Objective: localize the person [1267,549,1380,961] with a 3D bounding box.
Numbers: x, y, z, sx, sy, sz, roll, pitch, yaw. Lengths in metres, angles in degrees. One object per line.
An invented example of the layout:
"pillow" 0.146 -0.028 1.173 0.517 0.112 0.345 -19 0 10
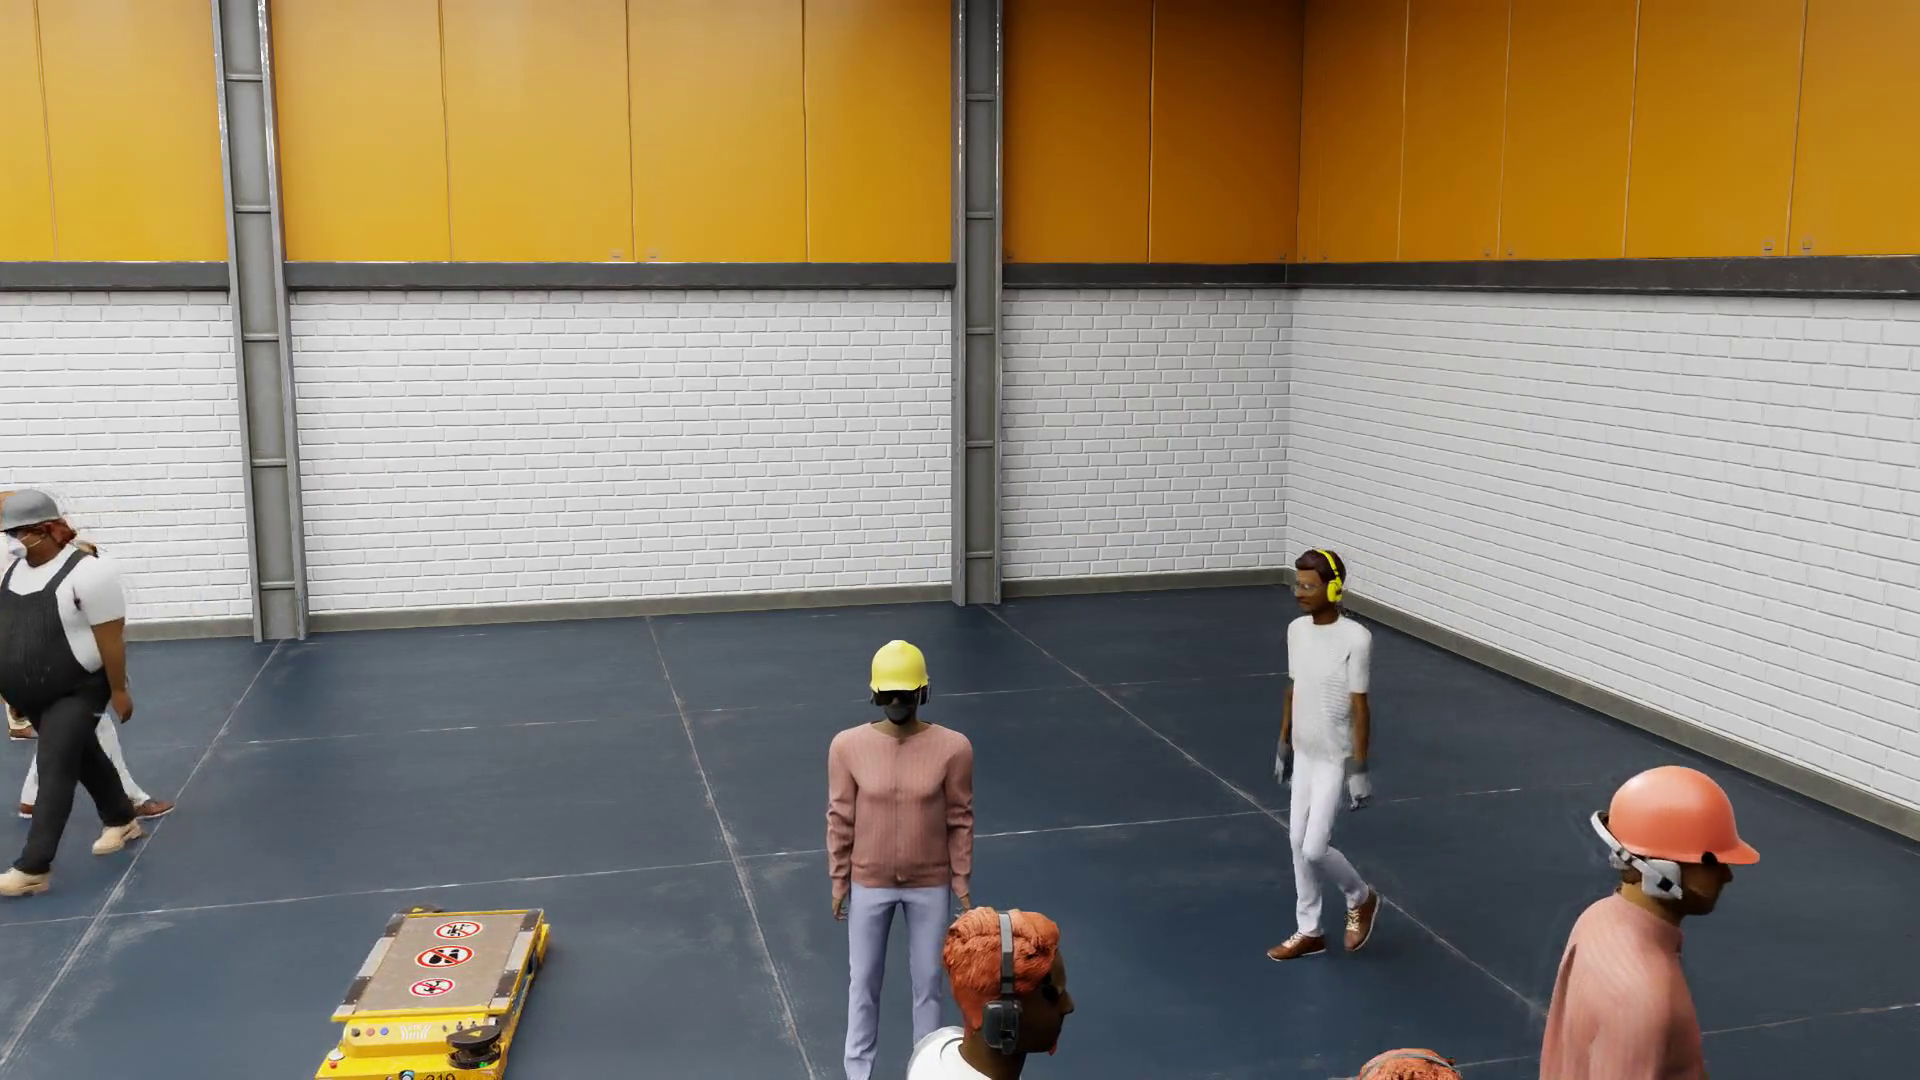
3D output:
"person" 1.595 0.952 7.285 0.451 1.852 0.543 -5 10 -29

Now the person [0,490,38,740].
"person" -6.158 0.486 10.877 0.280 1.633 0.500 -5 10 -29

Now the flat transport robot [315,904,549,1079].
"flat transport robot" -2.104 1.821 6.782 0.652 0.197 1.431 -1 9 -6

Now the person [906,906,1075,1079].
"person" 0.049 1.600 3.145 0.337 1.882 0.585 -2 9 -14

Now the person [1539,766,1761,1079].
"person" 1.562 1.464 3.684 0.597 1.977 0.642 2 9 14

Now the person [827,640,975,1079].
"person" -0.208 1.216 5.903 0.526 1.769 0.330 0 9 -2

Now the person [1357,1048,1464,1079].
"person" 0.689 1.696 2.587 0.622 1.865 0.419 8 12 41

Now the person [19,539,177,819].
"person" -4.850 0.780 9.181 0.841 1.583 0.509 -2 9 -14

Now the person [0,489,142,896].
"person" -4.572 0.683 8.376 0.686 2.000 1.036 4 10 21
